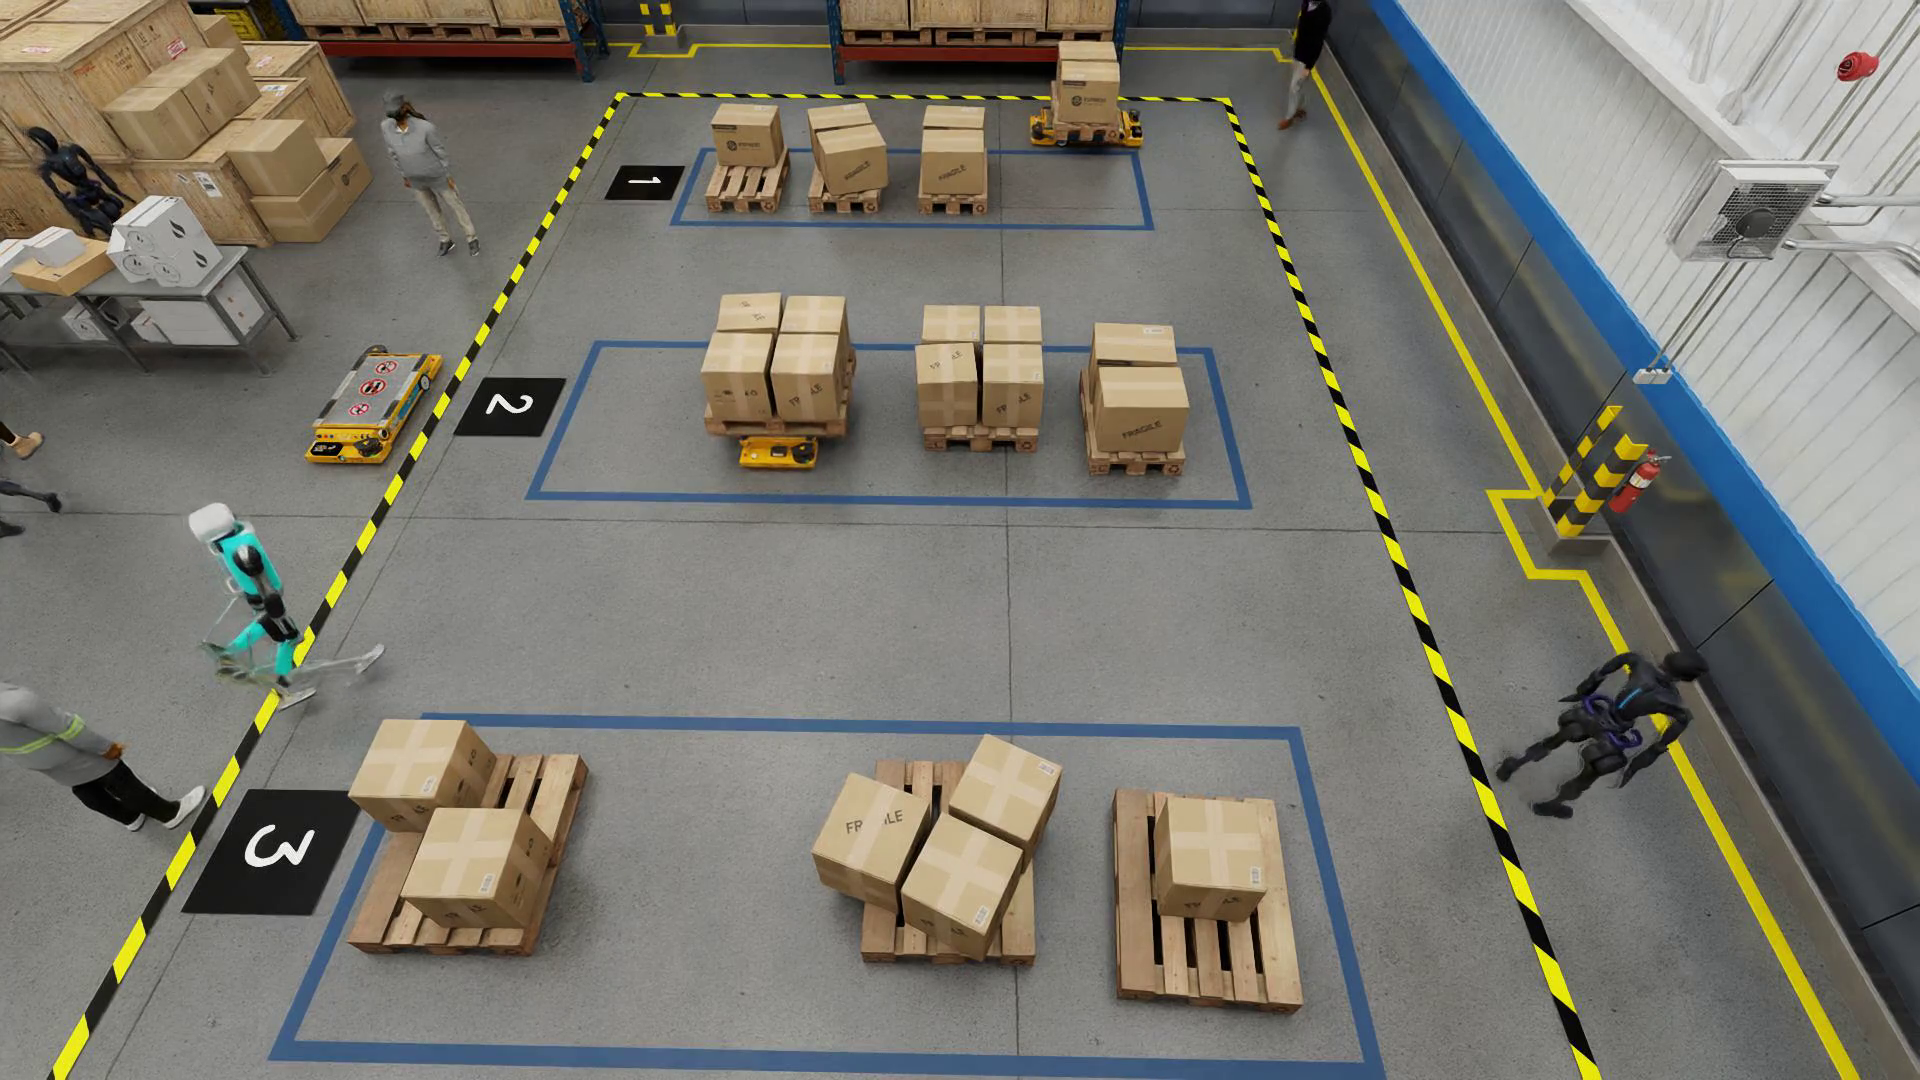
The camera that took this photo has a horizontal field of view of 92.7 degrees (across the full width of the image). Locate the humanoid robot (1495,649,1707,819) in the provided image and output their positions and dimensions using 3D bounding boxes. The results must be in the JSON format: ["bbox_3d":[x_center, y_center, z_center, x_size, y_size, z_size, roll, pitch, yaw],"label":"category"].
[{"bbox_3d":[3.809,1.142,5.475,0.386,1.640,0.601,-13,51,-11],"label":"humanoid robot"}]

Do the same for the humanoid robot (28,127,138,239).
[{"bbox_3d":[-8.782,-3.442,9.385,0.752,1.626,0.613,9,50,7],"label":"humanoid robot"}]

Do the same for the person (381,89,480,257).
[{"bbox_3d":[-5.587,-3.836,9.630,0.563,1.769,0.397,-2,50,-1],"label":"person"}]

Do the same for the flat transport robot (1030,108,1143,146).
[{"bbox_3d":[1.634,-5.376,11.897,1.431,0.197,0.652,1,50,1],"label":"flat transport robot"}]

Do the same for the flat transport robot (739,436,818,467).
[{"bbox_3d":[-1.582,-1.234,8.393,0.652,0.197,1.431,1,50,1],"label":"flat transport robot"}]

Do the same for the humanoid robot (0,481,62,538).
[{"bbox_3d":[-7.719,-0.638,6.991,0.566,1.645,0.589,-9,50,-8],"label":"humanoid robot"}]

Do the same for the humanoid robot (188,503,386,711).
[{"bbox_3d":[-4.580,0.539,5.937,0.530,1.731,0.983,37,59,27],"label":"humanoid robot"}]

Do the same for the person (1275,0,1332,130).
[{"bbox_3d":[4.388,-6.112,11.513,0.631,1.840,0.657,-8,50,-7],"label":"person"}]

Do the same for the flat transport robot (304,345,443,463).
[{"bbox_3d":[-5.383,-1.269,8.441,0.659,0.231,1.431,1,50,1],"label":"flat transport robot"}]

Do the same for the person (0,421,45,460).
[{"bbox_3d":[-8.466,-1.416,7.404,0.604,2.045,0.375,-16,52,-13],"label":"person"}]

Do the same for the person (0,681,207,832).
[{"bbox_3d":[-5.240,1.172,5.340,0.590,1.848,0.401,1,50,1],"label":"person"}]
